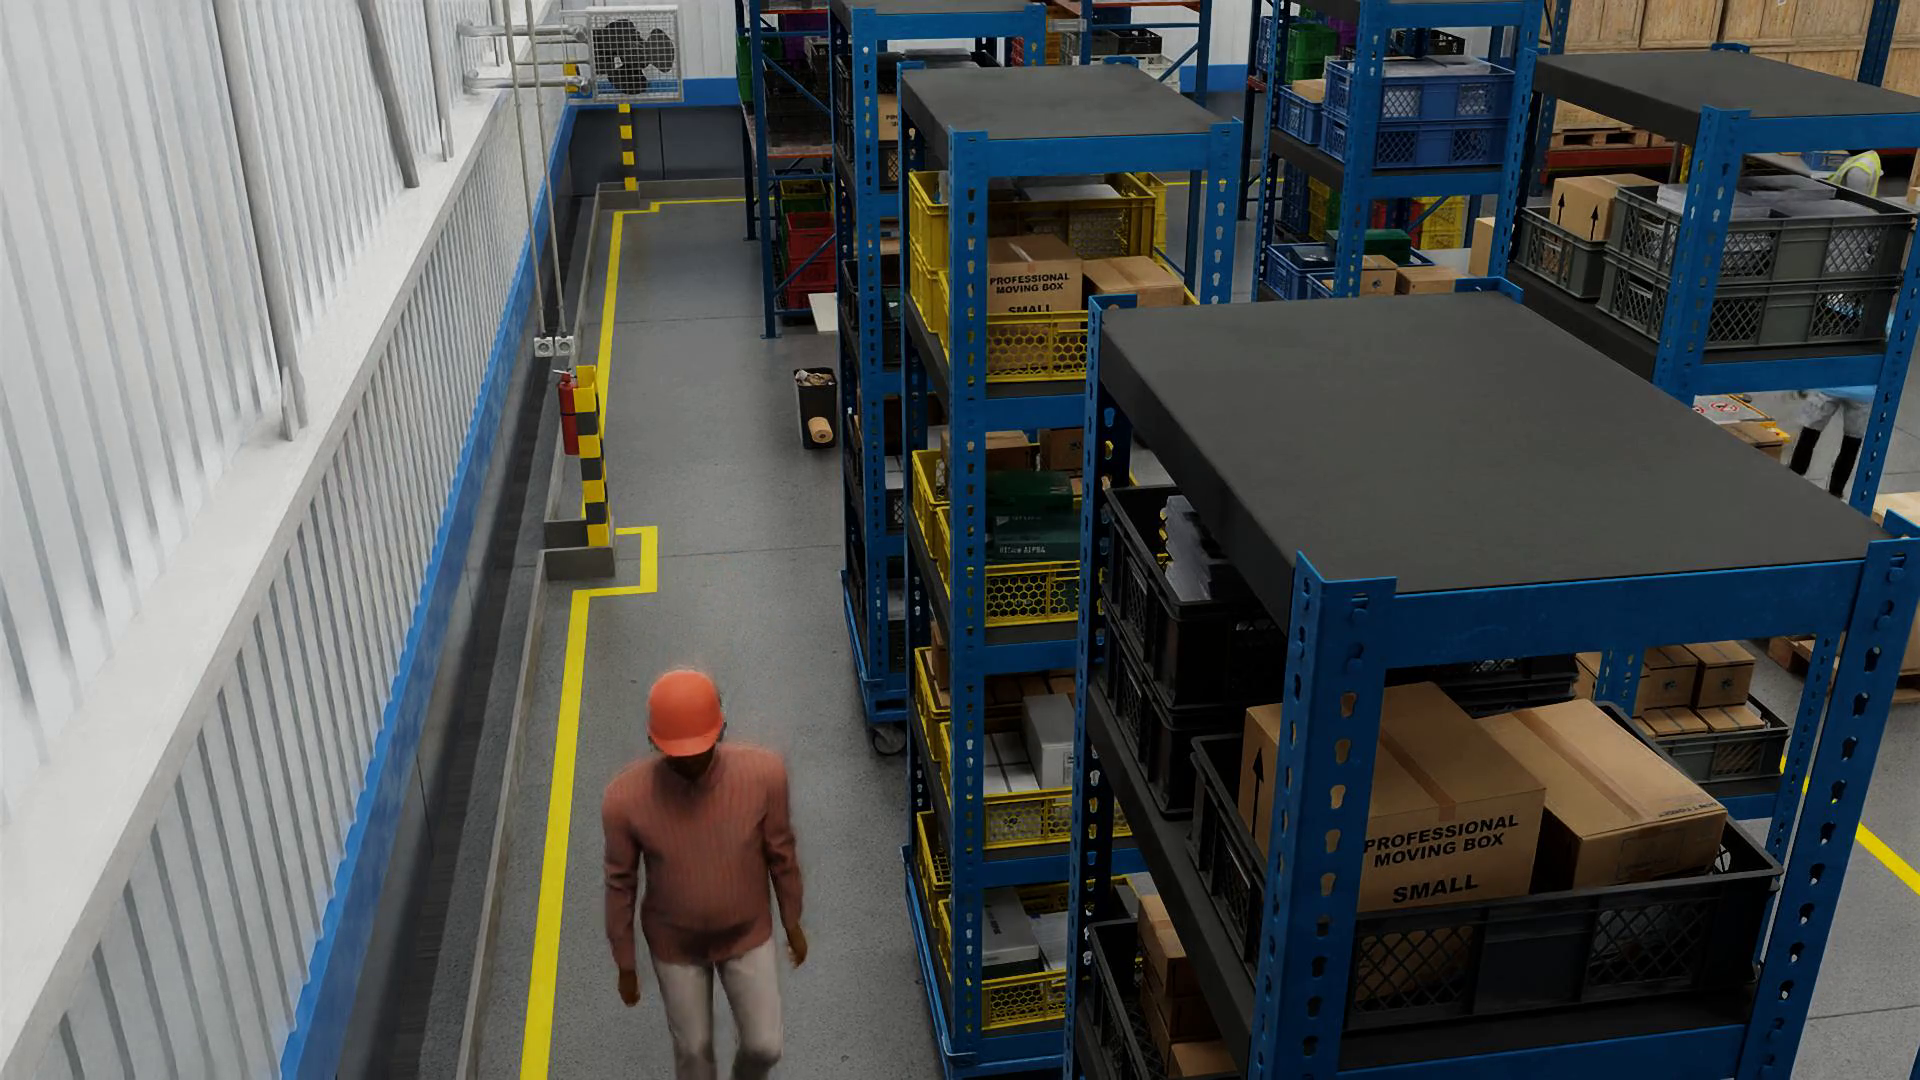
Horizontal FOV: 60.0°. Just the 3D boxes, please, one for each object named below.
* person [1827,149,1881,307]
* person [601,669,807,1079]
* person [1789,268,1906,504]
[{"bbox_3d":[7.483,-2.639,14.136,0.429,1.845,0.621,14,28,28],"label":"person"},{"bbox_3d":[-0.830,1.290,5.428,0.656,1.978,0.425,-6,25,-12],"label":"person"},{"bbox_3d":[5.650,-0.964,10.710,0.679,1.671,0.316,15,29,29],"label":"person"}]
